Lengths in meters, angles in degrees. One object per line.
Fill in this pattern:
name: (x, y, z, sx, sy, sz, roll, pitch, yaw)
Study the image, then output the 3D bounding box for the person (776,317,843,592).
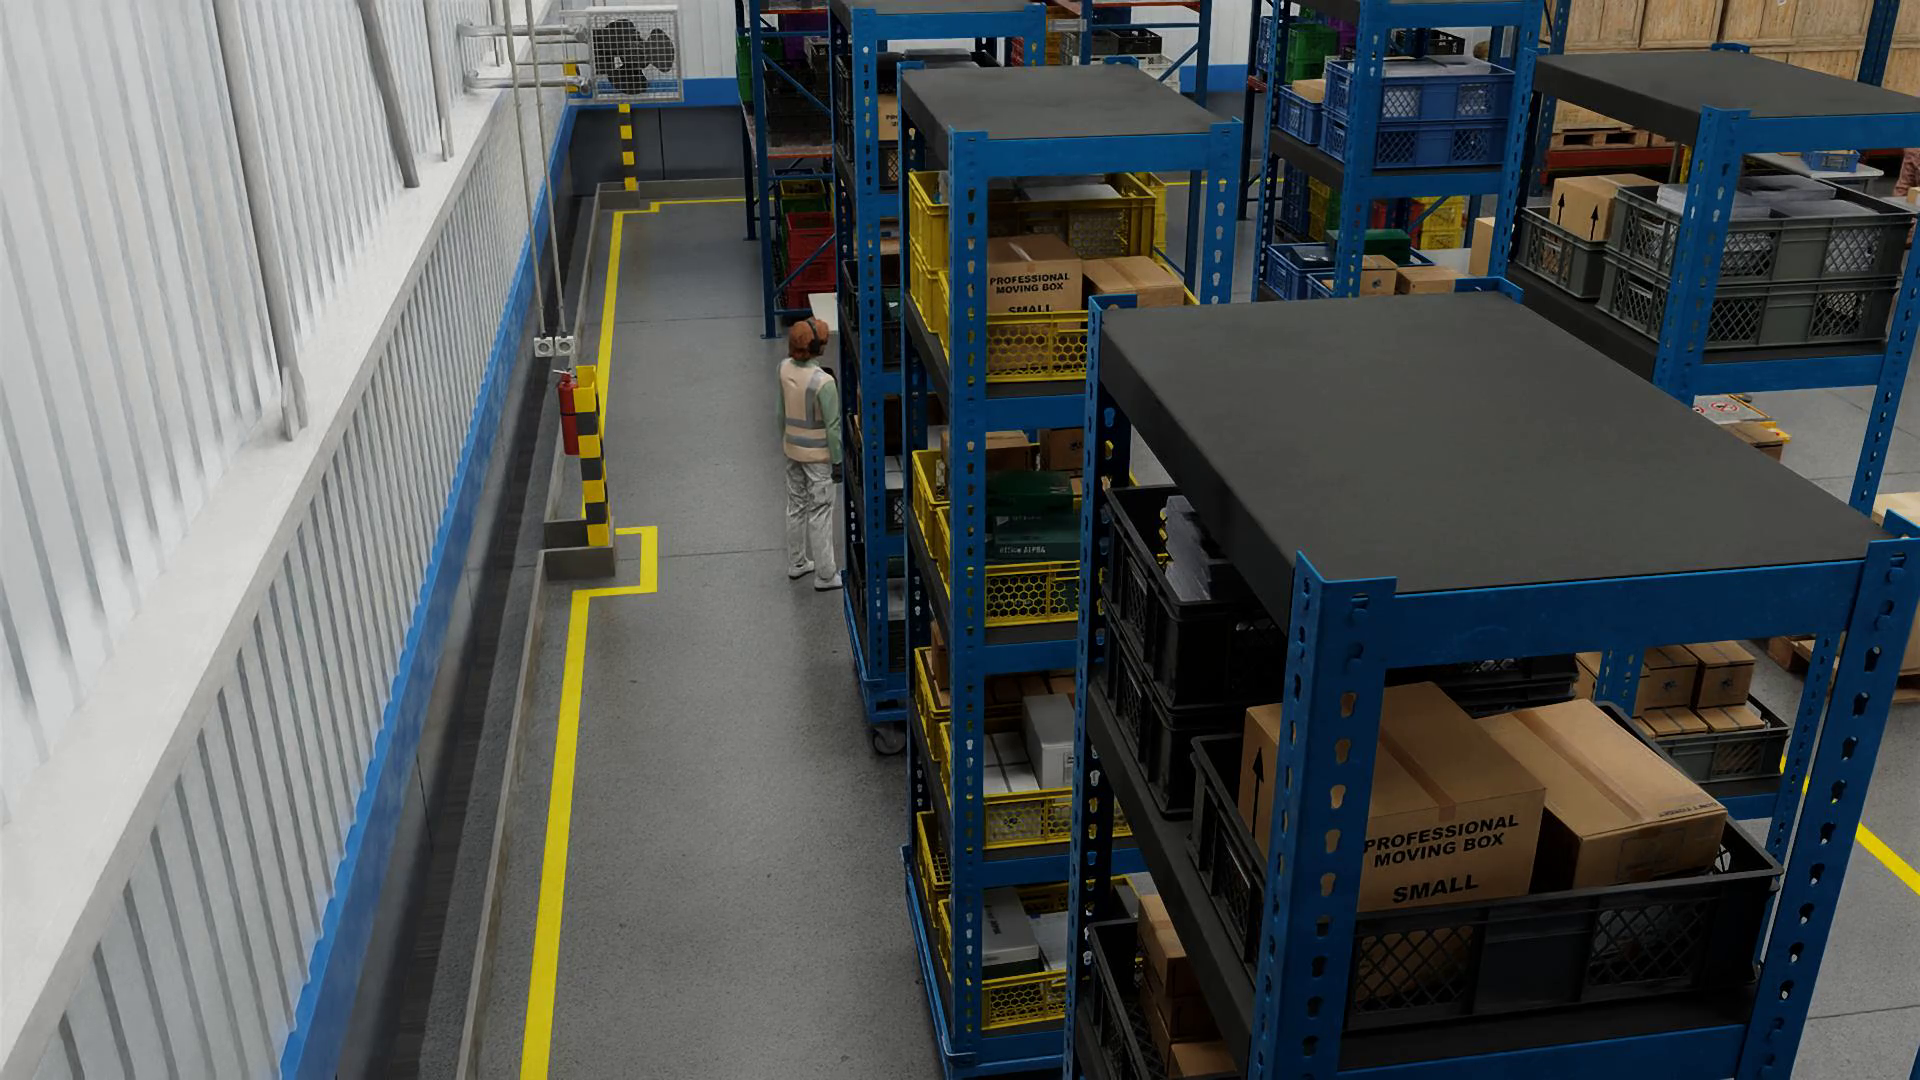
person: (-0.866, -0.498, 9.721, 0.307, 1.639, 0.525, -21, 32, -38)

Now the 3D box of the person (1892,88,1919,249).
person: (9.832, -3.922, 16.867, 0.398, 1.898, 0.644, -3, 25, -7)

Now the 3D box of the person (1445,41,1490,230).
person: (5.396, -4.290, 17.617, 0.370, 1.934, 0.627, 11, 27, 22)
